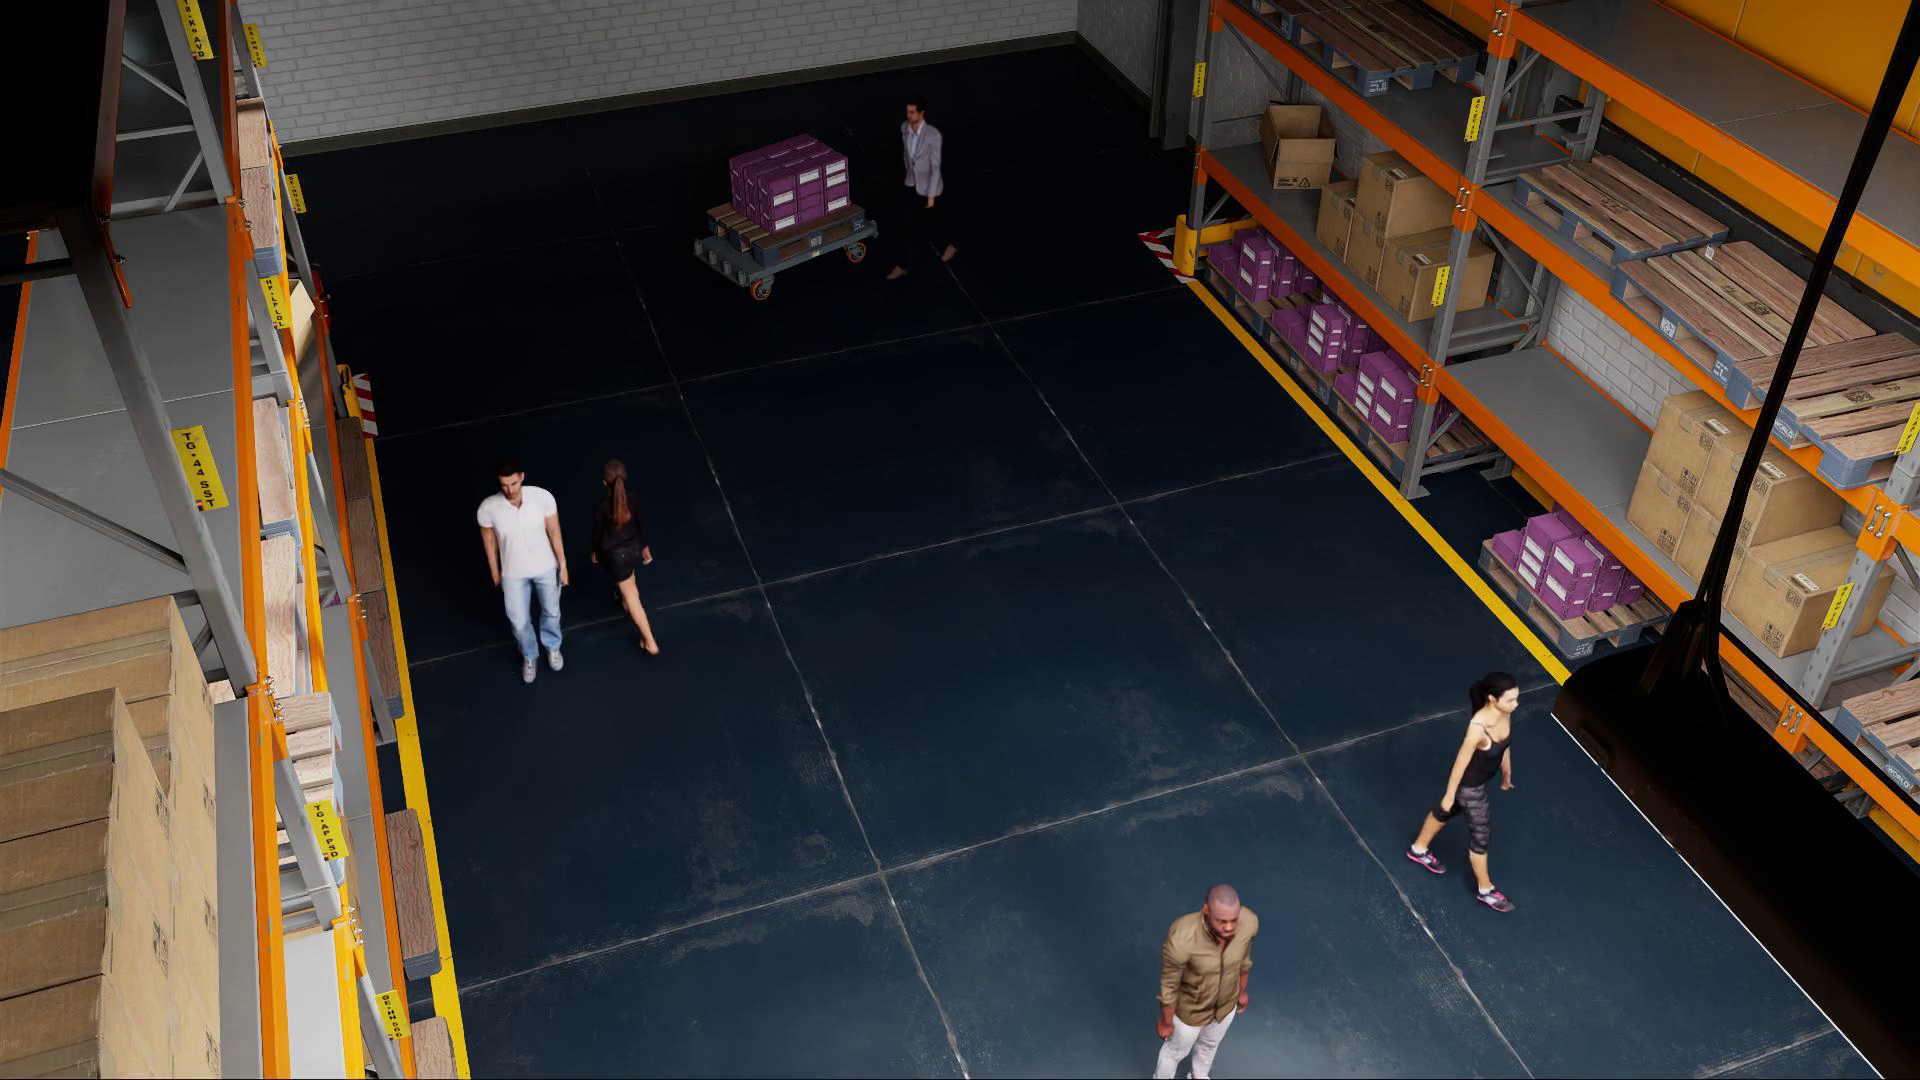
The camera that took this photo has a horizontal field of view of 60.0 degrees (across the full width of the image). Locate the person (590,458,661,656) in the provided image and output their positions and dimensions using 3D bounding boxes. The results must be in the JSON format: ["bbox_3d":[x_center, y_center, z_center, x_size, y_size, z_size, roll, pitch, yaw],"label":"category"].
[{"bbox_3d":[-2.353,0.134,11.775,0.739,1.520,1.104,-24,44,-27],"label":"person"}]

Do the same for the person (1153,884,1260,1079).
[{"bbox_3d":[1.269,2.400,8.693,0.737,1.824,0.564,-15,41,-18],"label":"person"}]

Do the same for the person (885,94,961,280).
[{"bbox_3d":[-0.276,-3.435,16.016,1.223,1.804,1.149,25,45,28],"label":"person"}]

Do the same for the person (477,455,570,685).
[{"bbox_3d":[-2.988,0.127,11.523,0.669,1.845,0.627,-11,40,-14],"label":"person"}]

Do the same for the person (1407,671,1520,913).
[{"bbox_3d":[2.998,1.407,10.031,1.064,1.707,0.886,28,47,31],"label":"person"}]
